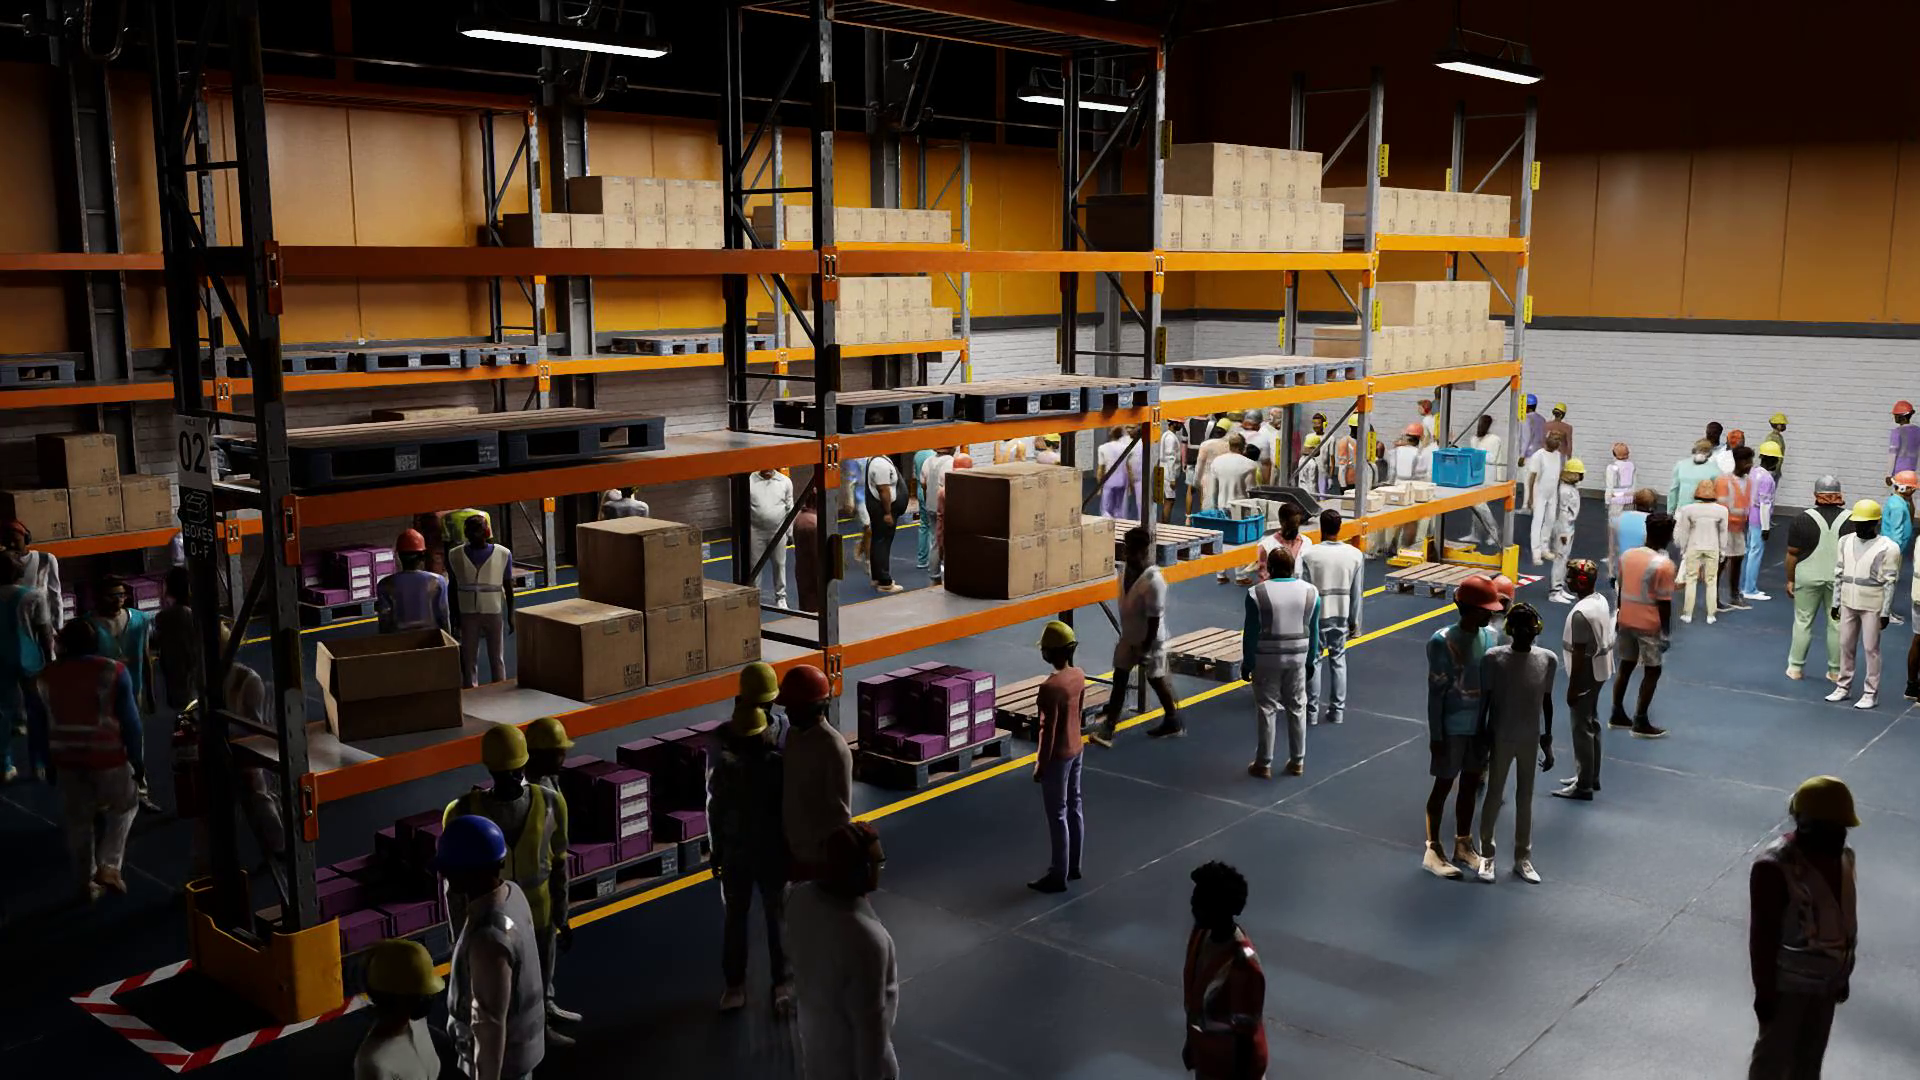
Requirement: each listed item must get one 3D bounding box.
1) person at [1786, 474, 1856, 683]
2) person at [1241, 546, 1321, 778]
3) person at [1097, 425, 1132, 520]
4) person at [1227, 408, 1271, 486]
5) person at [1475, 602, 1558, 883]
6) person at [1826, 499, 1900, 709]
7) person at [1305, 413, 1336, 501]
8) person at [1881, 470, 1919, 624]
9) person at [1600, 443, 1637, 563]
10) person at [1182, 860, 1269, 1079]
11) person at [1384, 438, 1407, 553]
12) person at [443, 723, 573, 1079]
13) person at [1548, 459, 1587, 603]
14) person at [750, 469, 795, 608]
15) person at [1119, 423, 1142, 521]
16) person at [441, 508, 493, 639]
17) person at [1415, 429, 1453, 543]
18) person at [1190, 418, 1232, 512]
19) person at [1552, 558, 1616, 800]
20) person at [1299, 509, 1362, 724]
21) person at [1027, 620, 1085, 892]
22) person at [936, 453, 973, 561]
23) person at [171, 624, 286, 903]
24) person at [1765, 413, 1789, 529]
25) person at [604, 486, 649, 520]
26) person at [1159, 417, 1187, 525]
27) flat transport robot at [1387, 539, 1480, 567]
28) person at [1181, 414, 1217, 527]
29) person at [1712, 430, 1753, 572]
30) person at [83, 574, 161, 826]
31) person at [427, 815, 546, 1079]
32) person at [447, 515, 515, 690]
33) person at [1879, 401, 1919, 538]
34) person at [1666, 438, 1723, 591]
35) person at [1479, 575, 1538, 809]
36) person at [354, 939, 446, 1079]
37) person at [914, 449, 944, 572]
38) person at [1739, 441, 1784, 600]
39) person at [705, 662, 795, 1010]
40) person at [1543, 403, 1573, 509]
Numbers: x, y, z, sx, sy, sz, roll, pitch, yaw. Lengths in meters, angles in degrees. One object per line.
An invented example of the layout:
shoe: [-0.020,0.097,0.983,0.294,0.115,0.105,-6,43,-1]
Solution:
person: [8.370,0.359,16.143,0.679,2.000,0.535,4,10,21]
person: [2.514,0.962,13.135,0.627,1.843,0.429,-2,10,-10]
person: [2.184,-0.743,23.368,0.516,1.830,0.577,-2,10,-12]
person: [4.121,-0.857,23.401,0.536,2.000,0.688,-9,13,-42]
person: [3.644,1.325,10.900,0.513,1.867,0.328,0,10,2]
person: [8.238,0.579,15.201,0.390,1.920,0.587,-5,11,-26]
person: [5.228,-0.926,24.326,0.532,1.871,0.321,8,12,38]
person: [10.556,0.078,18.724,0.355,1.739,0.573,5,11,26]
person: [8.894,-0.494,22.439,0.515,1.636,0.314,-4,10,-23]
person: [1.071,2.112,6.745,0.323,1.691,0.536,-2,10,-12]
person: [6.092,-0.615,23.180,0.317,1.631,0.518,7,12,36]
person: [-2.126,1.799,7.876,0.585,1.929,0.377,-5,11,-26]
person: [7.278,-0.113,19.888,0.333,1.733,0.488,6,11,31]
person: [-2.236,-0.098,19.294,0.643,1.902,0.399,-2,10,-12]
person: [2.515,-0.868,24.054,0.508,1.842,0.336,4,10,20]
person: [-5.307,0.228,17.951,0.535,1.697,0.318,-3,10,-16]
person: [6.846,-0.751,23.730,0.717,1.708,0.576,-2,10,-10]
person: [3.635,-0.799,23.613,0.598,1.852,0.855,-7,12,-36]
person: [4.757,1.052,12.631,0.392,1.836,0.561,6,11,31]
person: [3.236,0.680,14.632,0.599,1.909,0.401,-2,10,-14]
person: [0.632,1.393,10.792,0.310,1.769,0.525,5,11,29]
person: [0.045,0.031,18.272,0.614,1.987,0.408,0,10,-1]
person: [-4.746,1.390,10.798,0.592,1.786,0.935,3,10,15]
person: [12.458,-1.064,25.456,0.319,1.769,0.523,9,13,43]
person: [-3.510,0.190,17.660,0.514,1.872,0.328,1,10,4]
person: [3.108,-0.953,24.331,0.389,1.925,0.549,1,10,3]
flat transport robot: [6.410,0.183,22.465,0.652,0.197,1.431,9,13,42]
person: [3.684,-1.194,25.454,0.613,2.033,0.411,5,11,29]
person: [10.120,-0.514,21.861,0.347,1.877,0.576,-6,11,-31]
person: [-6.152,1.142,12.091,0.392,1.836,0.561,7,12,35]
person: [-1.846,2.015,6.578,0.417,1.940,0.612,-1,10,-7]
person: [-4.266,0.676,14.837,0.571,1.841,0.373,-2,10,-9]
person: [13.809,-1.024,24.439,0.606,2.036,0.413,-5,11,-25]
person: [9.140,-0.331,20.698,0.814,1.901,0.645,-6,11,-34]
person: [4.077,1.118,12.575,0.579,1.717,0.833,4,10,25]
person: [-1.927,2.236,5.885,0.817,1.720,0.533,1,10,4]
person: [-0.349,-0.529,21.880,0.399,1.899,0.649,-5,11,-27]
person: [9.654,-0.234,20.050,0.399,1.919,0.586,2,10,11]
person: [-1.082,1.598,9.082,0.594,1.924,0.382,-3,10,-20]
person: [9.826,-1.387,27.425,0.532,1.755,0.342,8,12,38]
